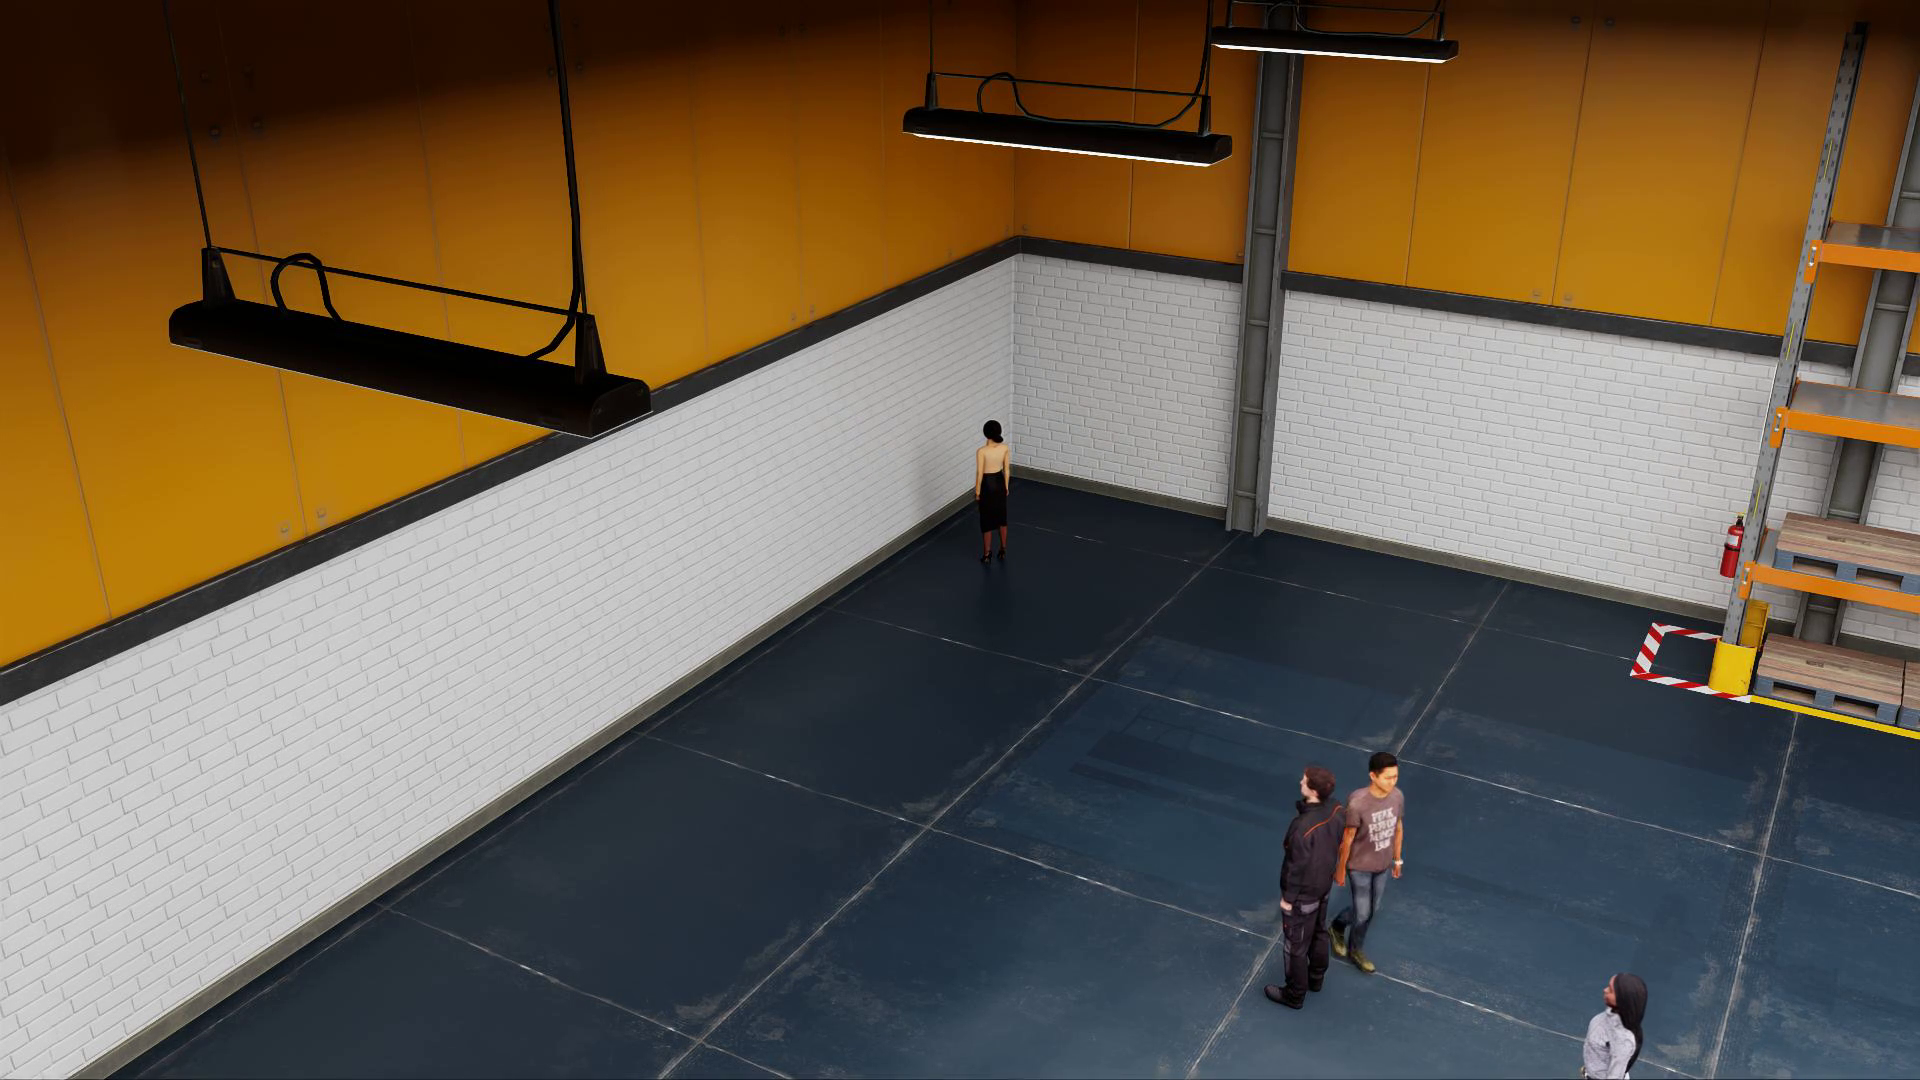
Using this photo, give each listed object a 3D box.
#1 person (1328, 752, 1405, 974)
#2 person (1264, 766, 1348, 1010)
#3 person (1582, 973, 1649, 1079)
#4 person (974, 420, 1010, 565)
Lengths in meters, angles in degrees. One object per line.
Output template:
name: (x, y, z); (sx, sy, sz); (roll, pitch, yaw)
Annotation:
person: (2.819, 2.226, 11.754); (0.798, 1.769, 0.846); (-11, 26, -24)
person: (2.383, 2.357, 11.368); (0.665, 1.838, 0.777); (21, 31, 40)
person: (3.715, 3.195, 9.592); (0.577, 1.724, 0.630); (8, 25, 18)
person: (0.354, -0.533, 18.210); (0.659, 1.653, 0.696); (-11, 26, -24)
